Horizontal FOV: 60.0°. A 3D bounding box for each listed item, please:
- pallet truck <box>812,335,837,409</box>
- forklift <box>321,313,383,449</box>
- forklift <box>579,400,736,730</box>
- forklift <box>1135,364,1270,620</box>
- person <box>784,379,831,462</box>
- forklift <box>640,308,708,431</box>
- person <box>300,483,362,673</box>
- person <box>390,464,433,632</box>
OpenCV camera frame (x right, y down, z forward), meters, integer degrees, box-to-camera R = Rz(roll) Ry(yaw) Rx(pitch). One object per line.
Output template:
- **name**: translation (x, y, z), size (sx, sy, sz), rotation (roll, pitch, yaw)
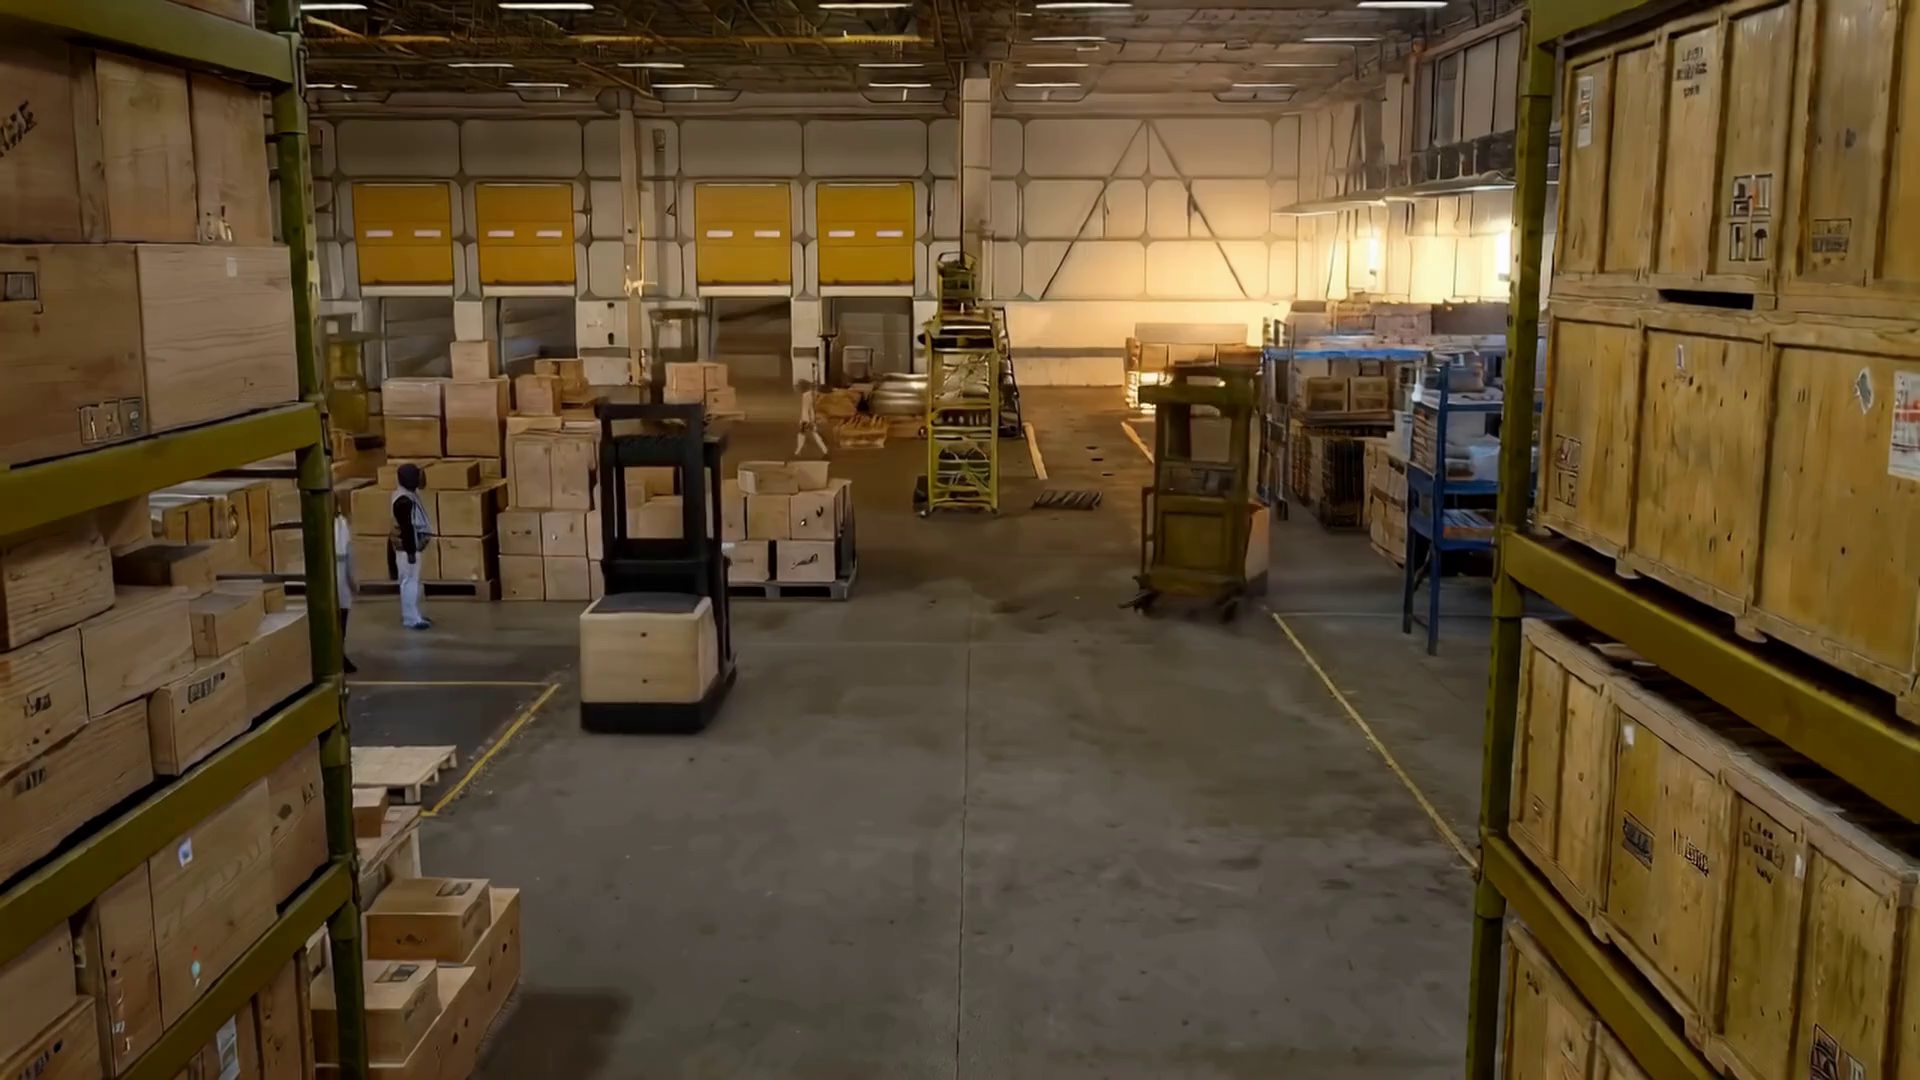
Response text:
- **pallet truck**: translation (-3.021, -4.312, 43.126), size (1.885, 1.965, 0.823), rotation (3, 10, 17)
- **forklift**: translation (-13.290, -3.411, 35.384), size (1.873, 2.768, 1.129), rotation (4, 10, 20)
- **forklift**: translation (-2.722, 0.141, 14.888), size (1.129, 2.768, 1.873), rotation (0, 10, 1)
- **forklift**: translation (2.907, -0.646, 19.429), size (1.129, 2.768, 1.873), rotation (5, 11, 25)
- **person**: translation (-2.990, -2.355, 32.851), size (0.919, 1.646, 0.521), rotation (0, 10, 1)
- **forklift**: translation (-6.777, -4.030, 38.951), size (1.129, 2.768, 1.873), rotation (-5, 11, -27)
- **person**: translation (-6.208, 0.374, 16.323), size (0.547, 1.916, 0.568), rotation (5, 11, 24)
- **person**: translation (-6.003, 0.082, 18.227), size (0.430, 1.845, 0.624), rotation (-3, 10, -15)
